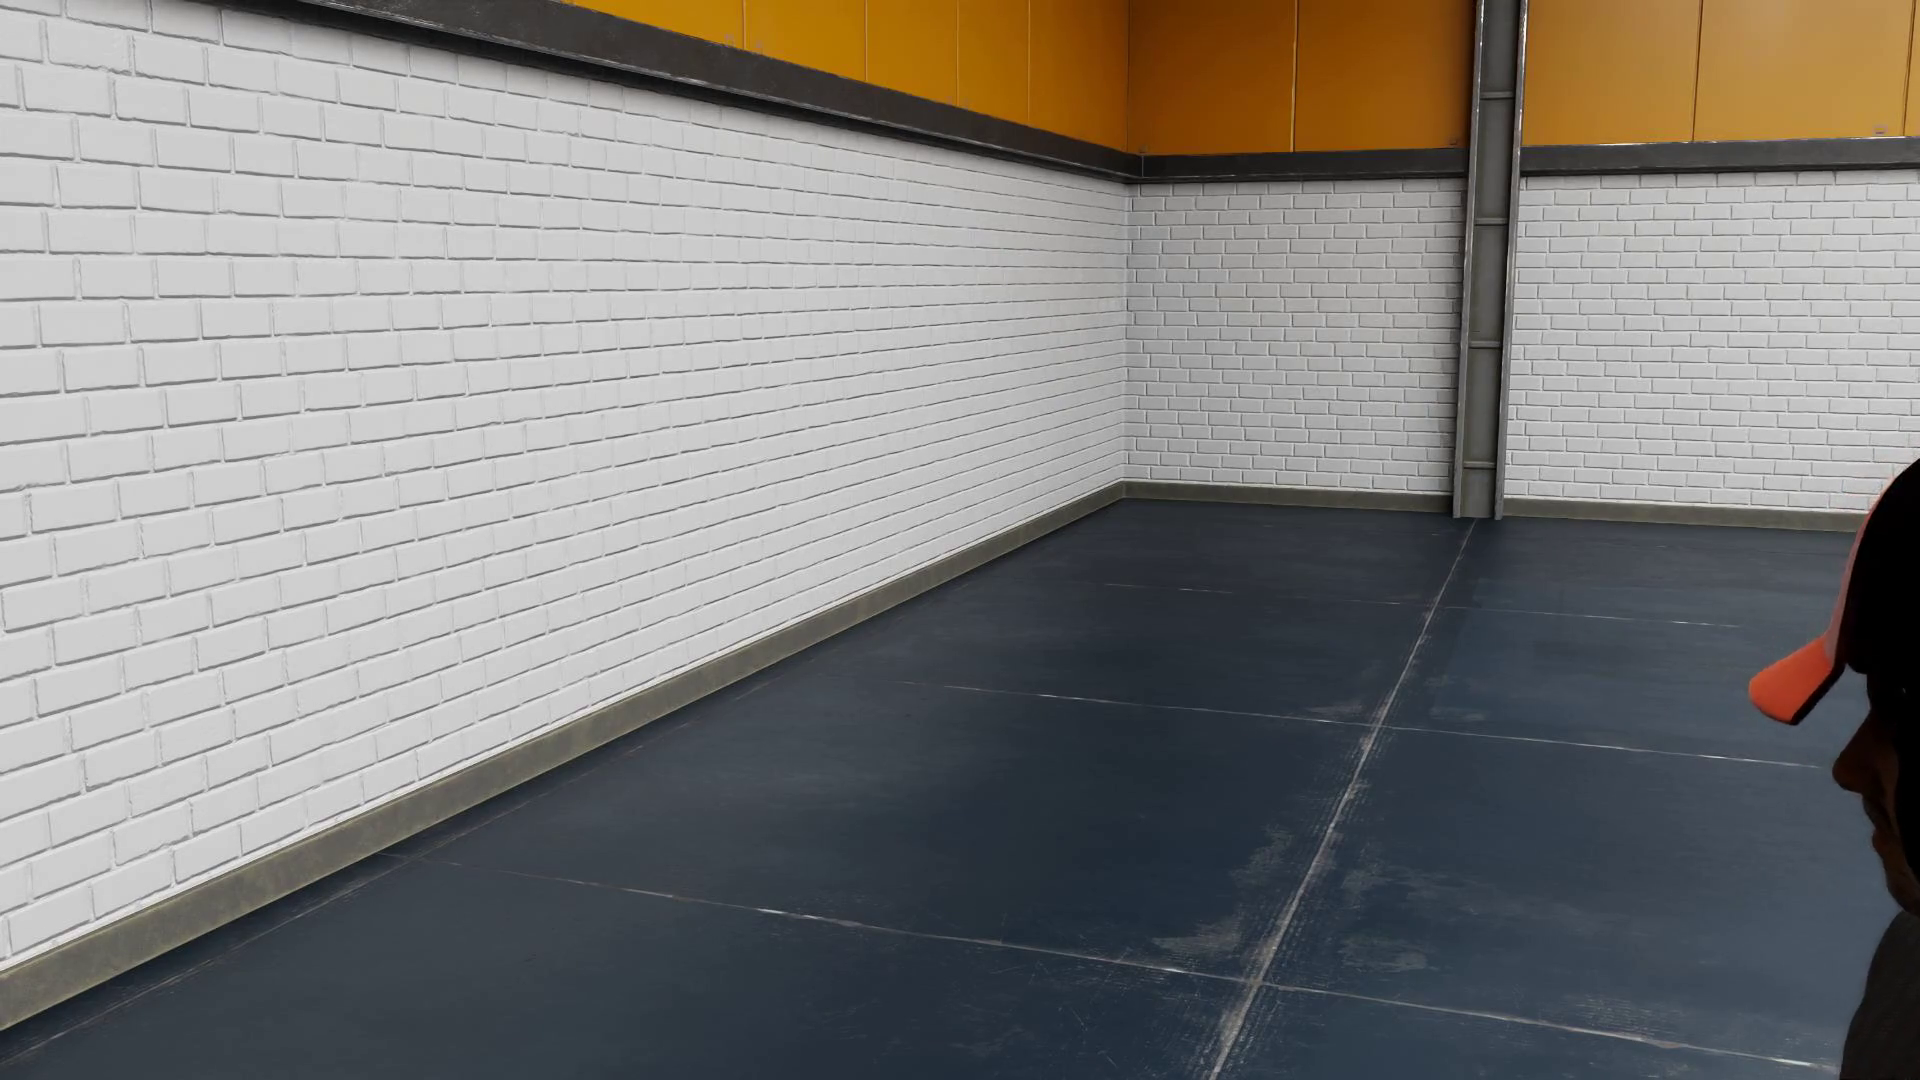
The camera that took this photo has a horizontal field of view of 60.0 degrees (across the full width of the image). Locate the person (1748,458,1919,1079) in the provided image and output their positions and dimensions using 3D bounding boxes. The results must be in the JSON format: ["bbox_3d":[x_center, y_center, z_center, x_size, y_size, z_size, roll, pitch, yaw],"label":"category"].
[{"bbox_3d":[0.686,0.910,1.103,0.392,1.991,0.613,1,9,6],"label":"person"}]
